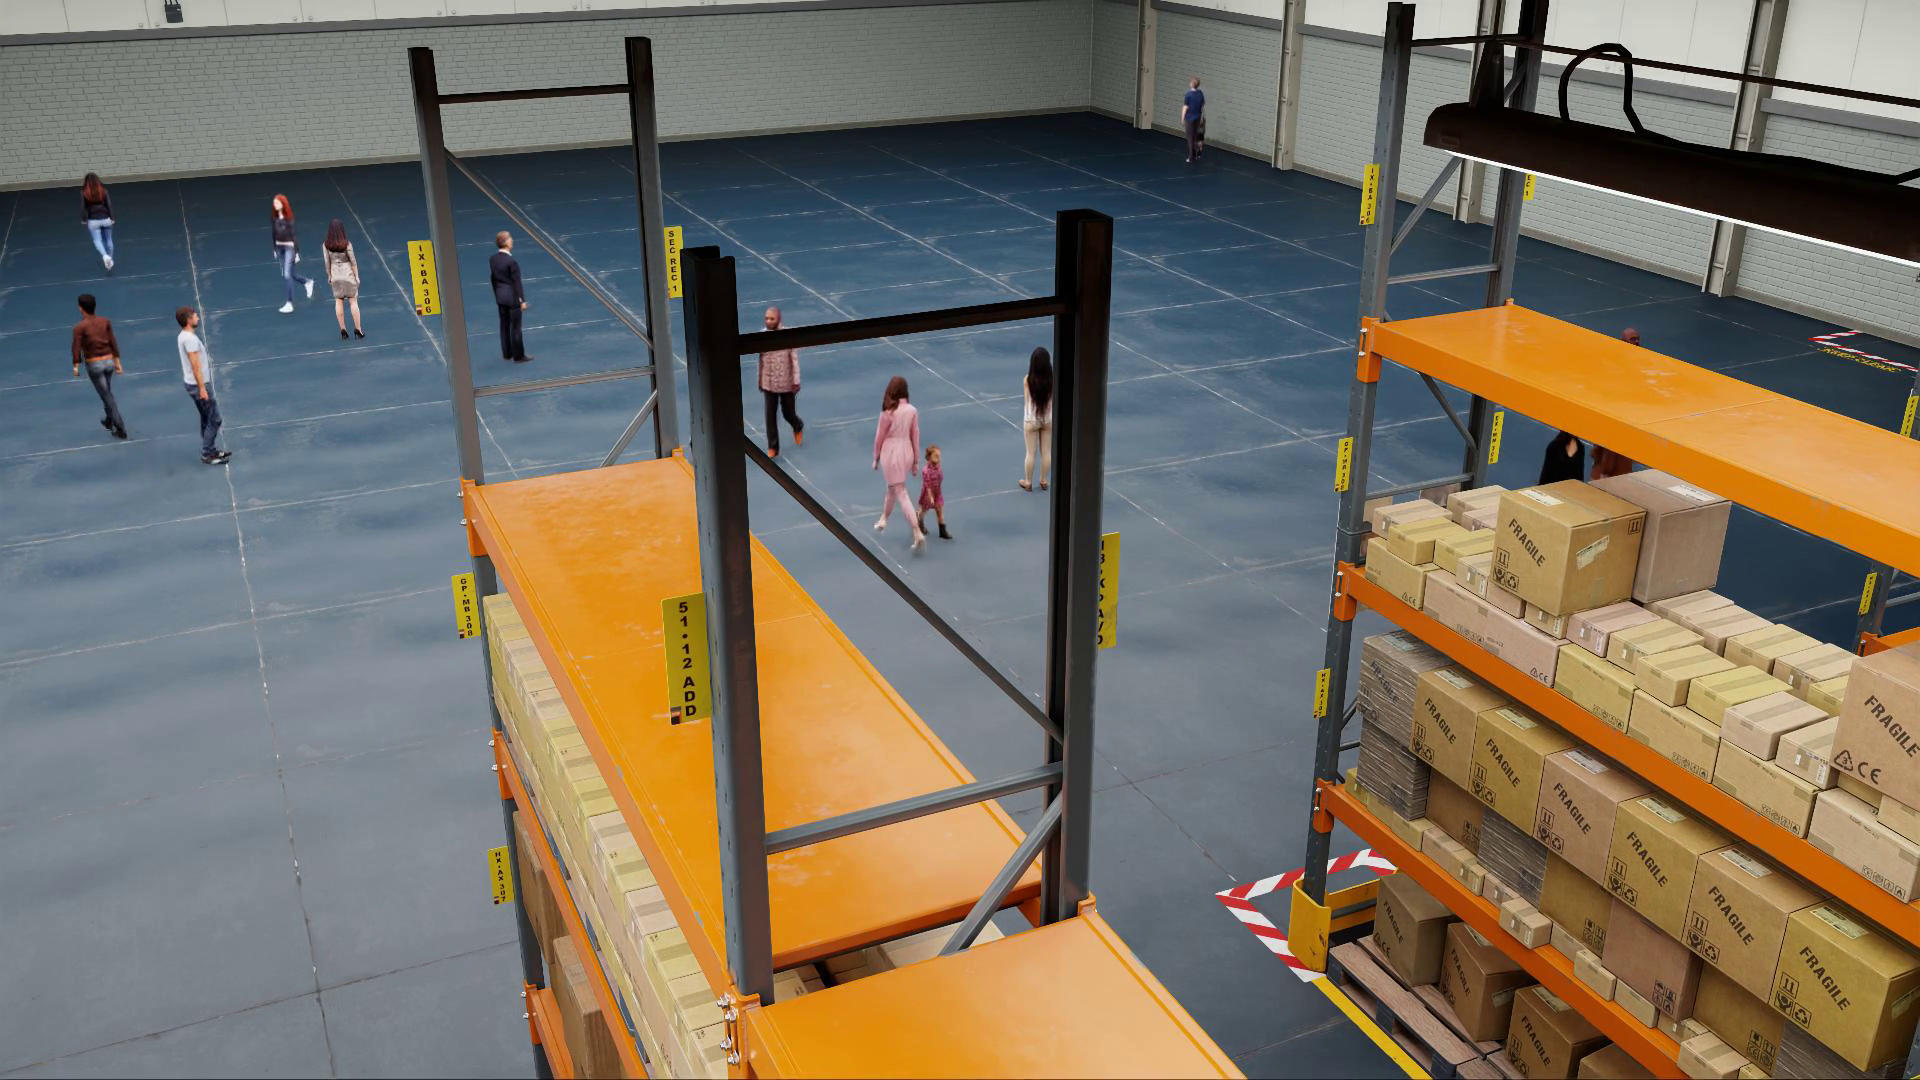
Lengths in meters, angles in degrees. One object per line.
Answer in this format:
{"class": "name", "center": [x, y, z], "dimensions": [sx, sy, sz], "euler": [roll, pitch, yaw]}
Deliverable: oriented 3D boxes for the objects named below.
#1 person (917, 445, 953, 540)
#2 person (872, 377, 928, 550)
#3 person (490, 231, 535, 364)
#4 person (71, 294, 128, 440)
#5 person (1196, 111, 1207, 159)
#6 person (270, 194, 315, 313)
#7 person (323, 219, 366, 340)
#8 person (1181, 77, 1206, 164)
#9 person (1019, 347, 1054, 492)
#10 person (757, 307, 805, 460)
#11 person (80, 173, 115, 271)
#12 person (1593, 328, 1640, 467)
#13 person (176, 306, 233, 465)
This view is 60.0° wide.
{"class": "person", "center": [-0.325, -0.519, 17.328], "dimensions": [0.571, 1.016, 0.778], "euler": [-21, 31, -40]}
{"class": "person", "center": [-0.590, -0.718, 16.869], "dimensions": [0.781, 1.742, 1.181], "euler": [-16, 28, -34]}
{"class": "person", "center": [-6.245, -3.371, 23.015], "dimensions": [0.717, 1.814, 0.846], "euler": [15, 27, 32]}
{"class": "person", "center": [-10.289, -2.063, 20.011], "dimensions": [1.024, 1.758, 0.928], "euler": [12, 26, 26]}
{"class": "person", "center": [5.413, -9.248, 37.742], "dimensions": [0.514, 1.105, 0.518], "euler": [-3, 23, -7]}
{"class": "person", "center": [-10.281, -4.421, 25.542], "dimensions": [1.032, 1.769, 1.107], "euler": [7, 24, 16]}
{"class": "person", "center": [-8.914, -3.766, 24.034], "dimensions": [0.673, 1.745, 0.649], "euler": [0, 23, 0]}
{"class": "person", "center": [5.228, -9.314, 36.928], "dimensions": [0.674, 1.864, 0.621], "euler": [-11, 25, -24]}
{"class": "person", "center": [0.878, -1.328, 18.420], "dimensions": [0.625, 1.652, 0.570], "euler": [-10, 25, -23]}
{"class": "person", "center": [-2.095, -1.864, 19.510], "dimensions": [1.055, 1.784, 1.146], "euler": [6, 24, 14]}
{"class": "person", "center": [-14.389, -5.298, 27.806], "dimensions": [0.759, 1.612, 1.060], "euler": [-16, 28, -32]}
{"class": "person", "center": [7.358, -1.484, 18.559], "dimensions": [0.665, 1.828, 0.558], "euler": [-12, 26, -26]}
{"class": "person", "center": [-8.837, -1.766, 19.183], "dimensions": [0.804, 1.861, 0.613], "euler": [-15, 27, -31]}
